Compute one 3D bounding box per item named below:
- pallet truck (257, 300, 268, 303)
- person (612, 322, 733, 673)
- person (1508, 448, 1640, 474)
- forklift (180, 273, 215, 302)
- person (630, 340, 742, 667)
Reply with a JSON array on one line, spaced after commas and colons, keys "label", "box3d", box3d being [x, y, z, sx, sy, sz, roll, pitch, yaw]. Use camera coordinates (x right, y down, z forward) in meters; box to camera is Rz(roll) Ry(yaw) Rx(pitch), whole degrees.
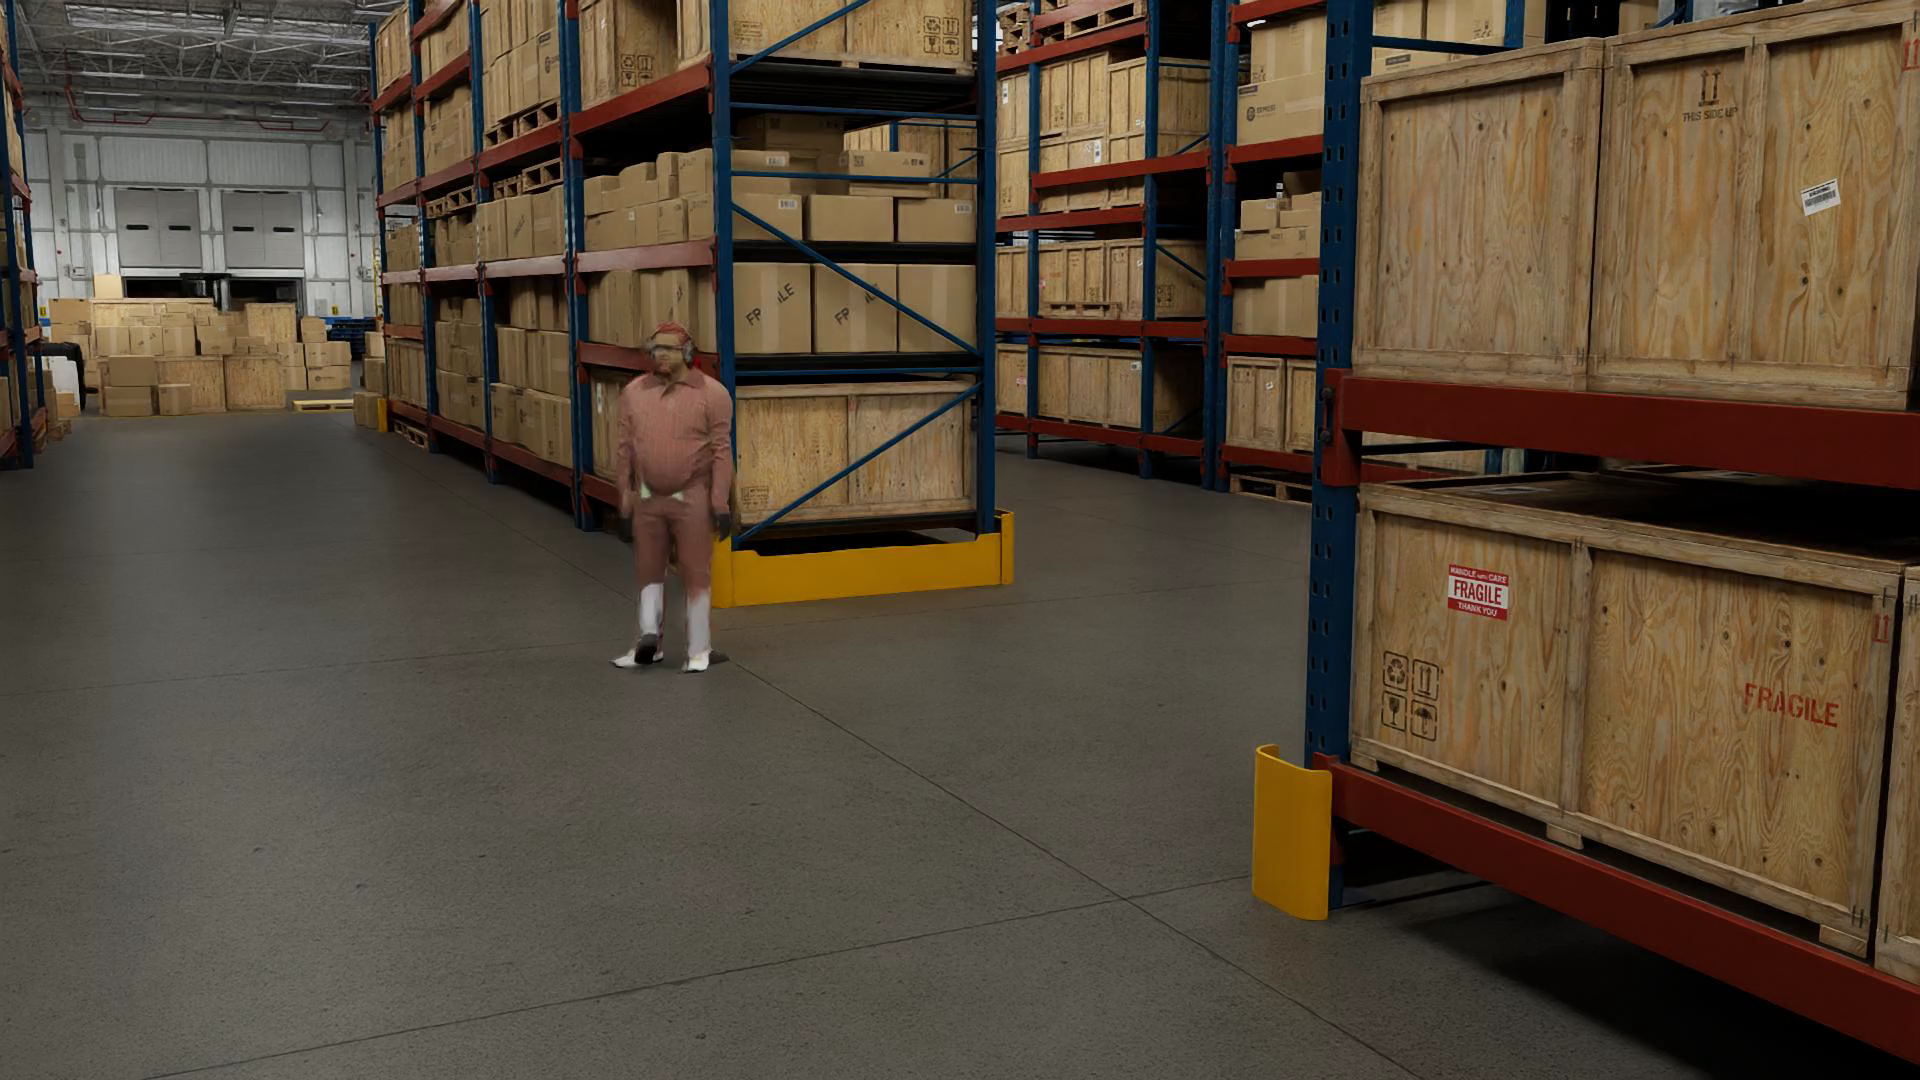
[{"label": "pallet truck", "box3d": [-23.913, -7.404, 58.171, 1.885, 1.965, 0.823, -1, 8, -9]}, {"label": "person", "box3d": [-1.581, -0.220, 9.018, 0.723, 1.899, 0.405, 2, 8, 12]}, {"label": "person", "box3d": [2.658, 0.035, 7.060, 1.007, 1.936, 0.648, -4, 9, -26]}, {"label": "forklift", "box3d": [-23.512, -6.862, 51.410, 1.873, 2.768, 1.129, 6, 10, 35]}, {"label": "person", "box3d": [-1.535, -0.196, 9.063, 0.674, 1.829, 0.533, 2, 8, 11]}]
